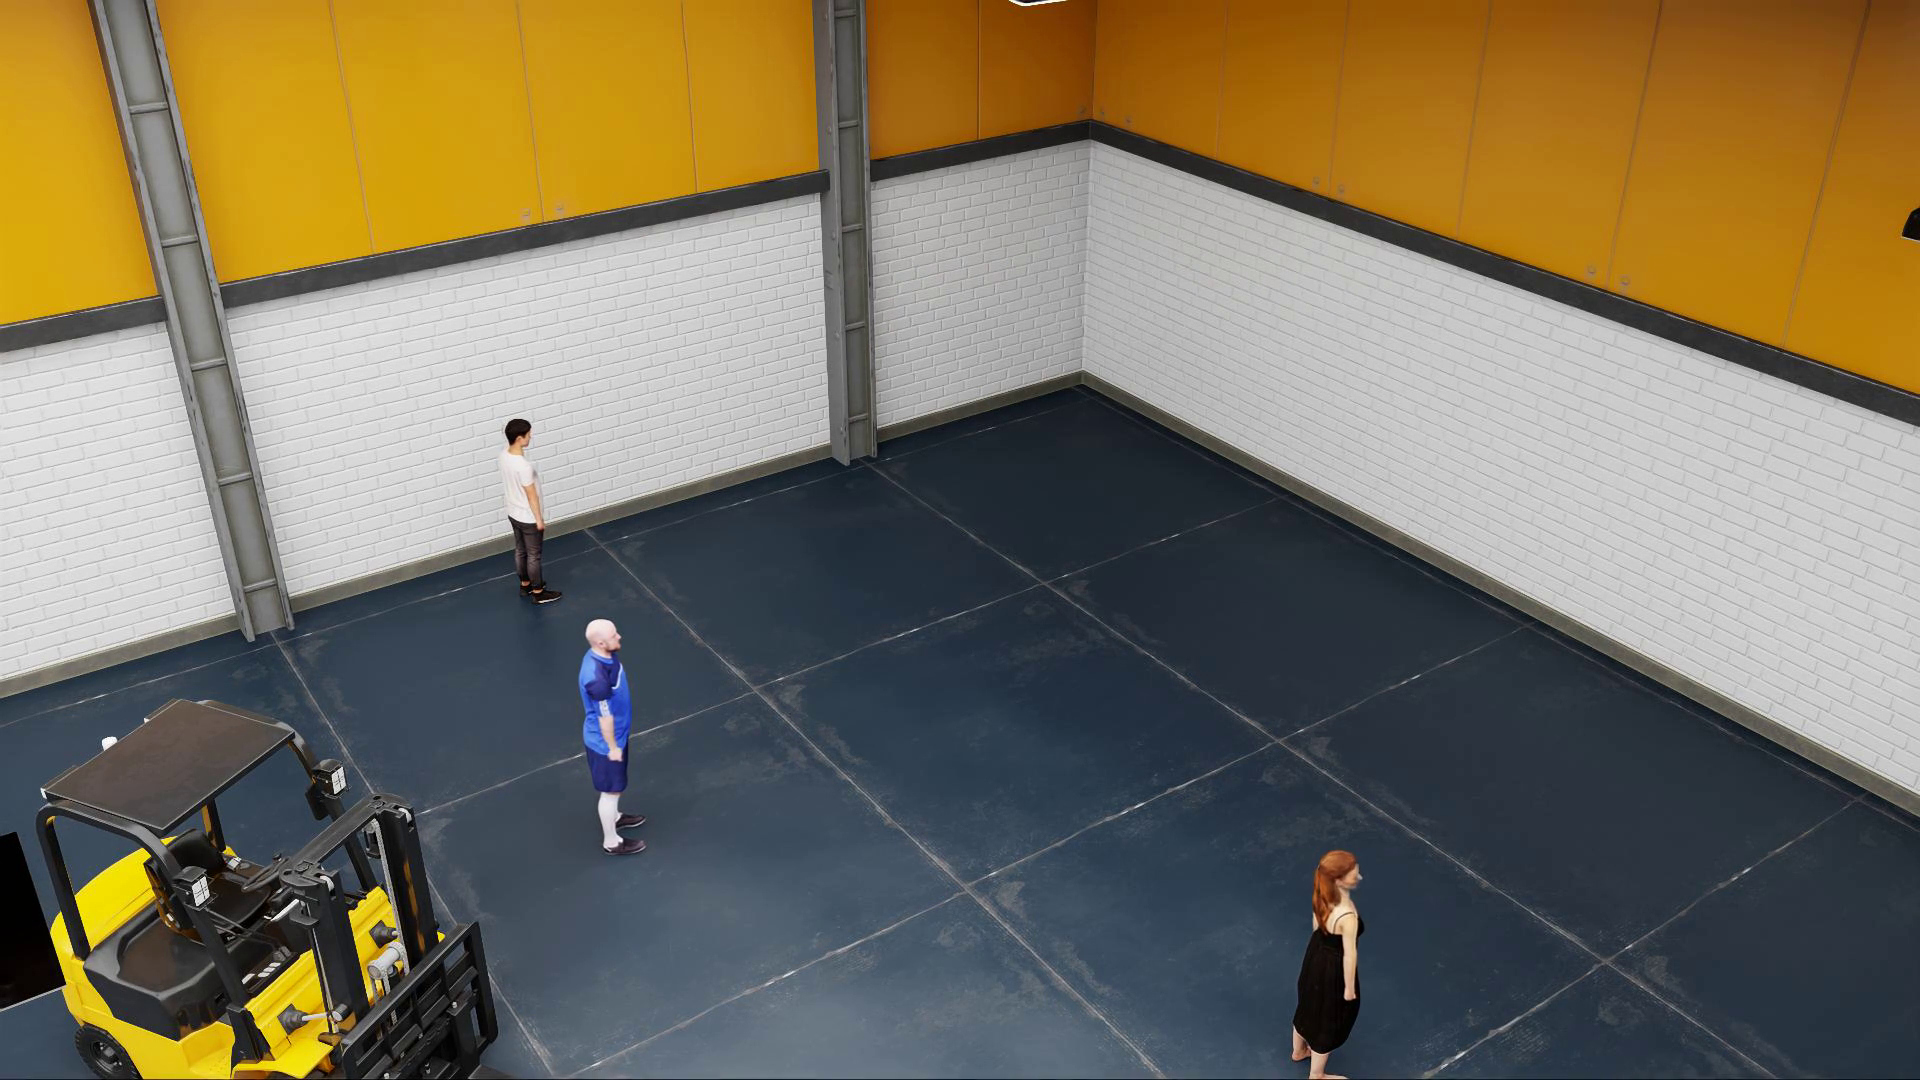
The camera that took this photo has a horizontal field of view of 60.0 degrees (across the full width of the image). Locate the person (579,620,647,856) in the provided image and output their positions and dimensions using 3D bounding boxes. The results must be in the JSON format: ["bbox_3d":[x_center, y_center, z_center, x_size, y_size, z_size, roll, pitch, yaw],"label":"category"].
[{"bbox_3d":[-2.428,1.345,11.476,0.750,1.841,0.755,-3,29,-5],"label":"person"}]

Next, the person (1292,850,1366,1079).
[{"bbox_3d":[2.133,2.468,9.643,0.668,1.625,0.655,-7,29,-13],"label":"person"}]

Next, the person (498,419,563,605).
[{"bbox_3d":[-3.815,-0.258,14.545,0.555,1.716,0.641,-22,36,-35],"label":"person"}]
